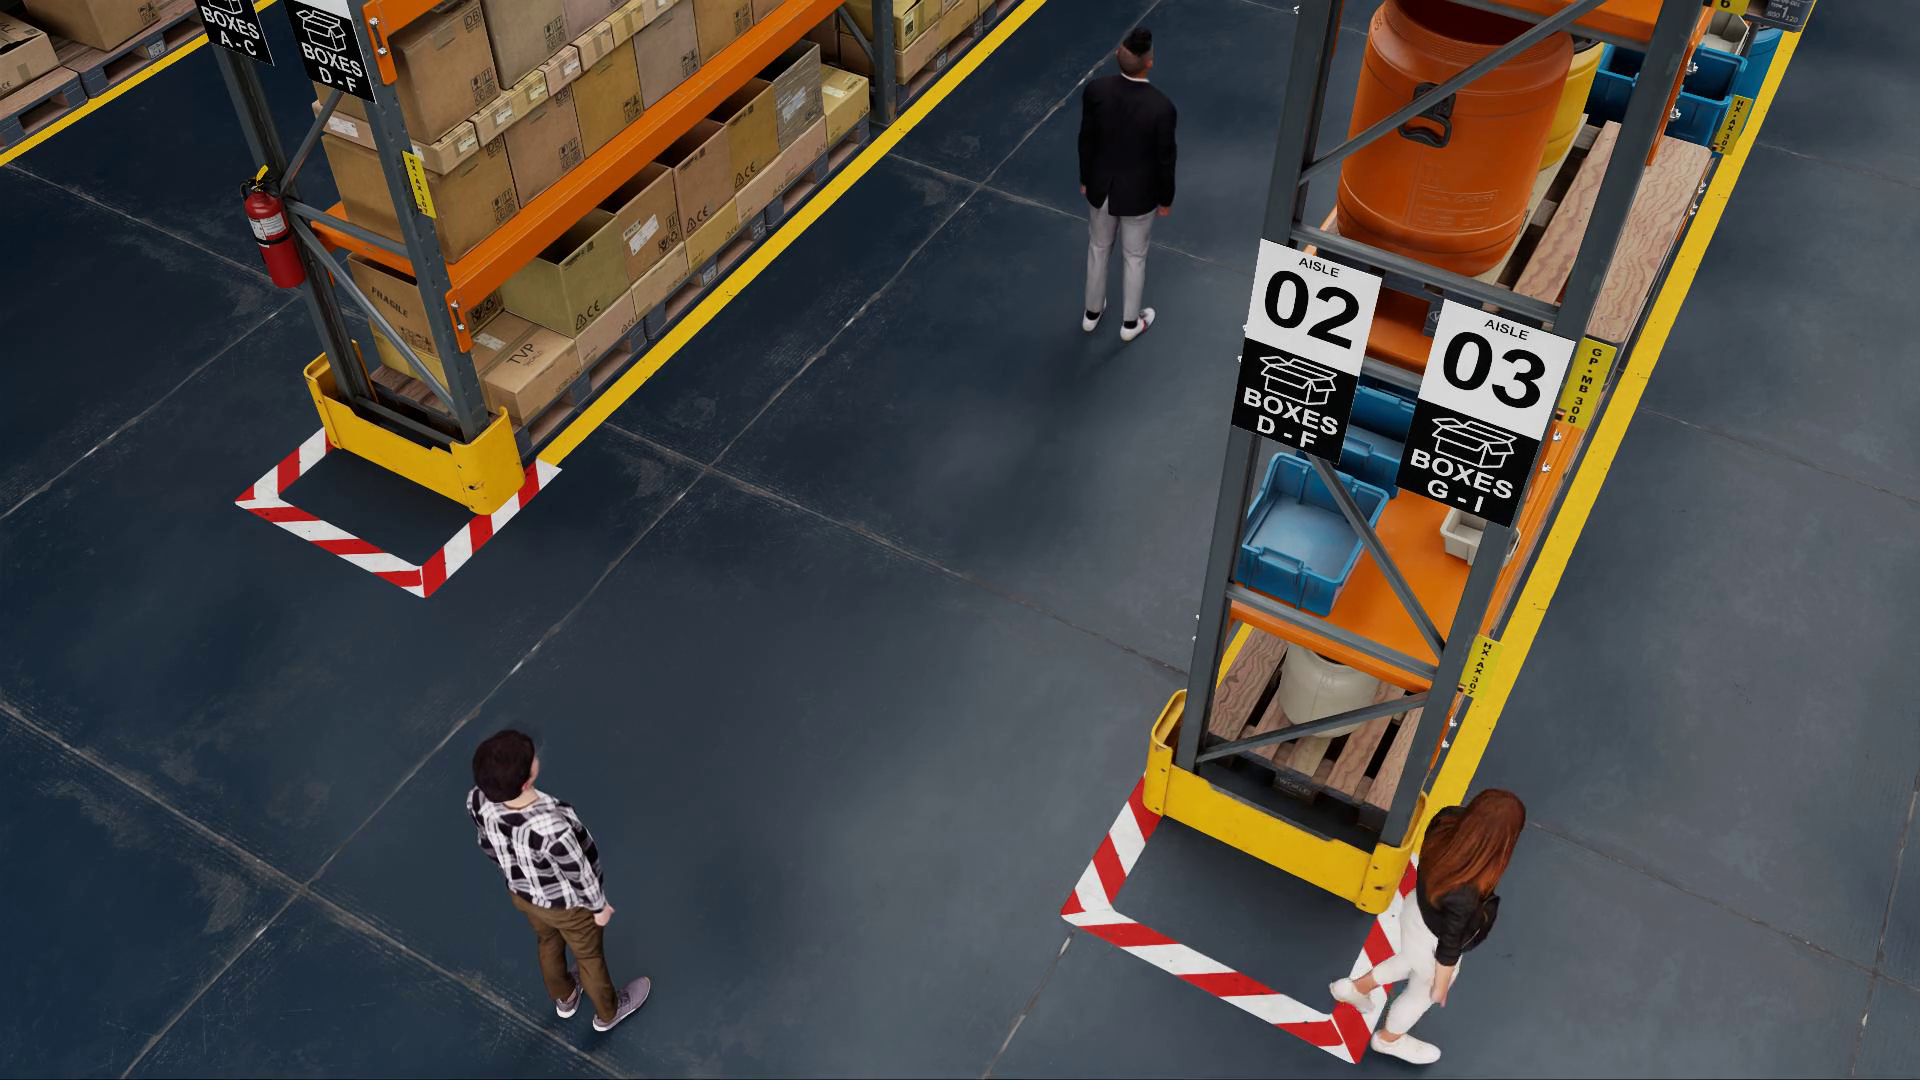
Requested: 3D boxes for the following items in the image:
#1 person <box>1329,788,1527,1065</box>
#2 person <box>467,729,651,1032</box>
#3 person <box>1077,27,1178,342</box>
[{"bbox_3d":[1.680,1.431,6.160,0.802,1.690,0.750,7,48,7],"label":"person"},{"bbox_3d":[-1.520,1.294,6.206,0.631,1.809,0.536,20,50,18],"label":"person"},{"bbox_3d":[0.893,-1.948,9.108,0.722,1.950,0.596,19,50,17],"label":"person"}]
